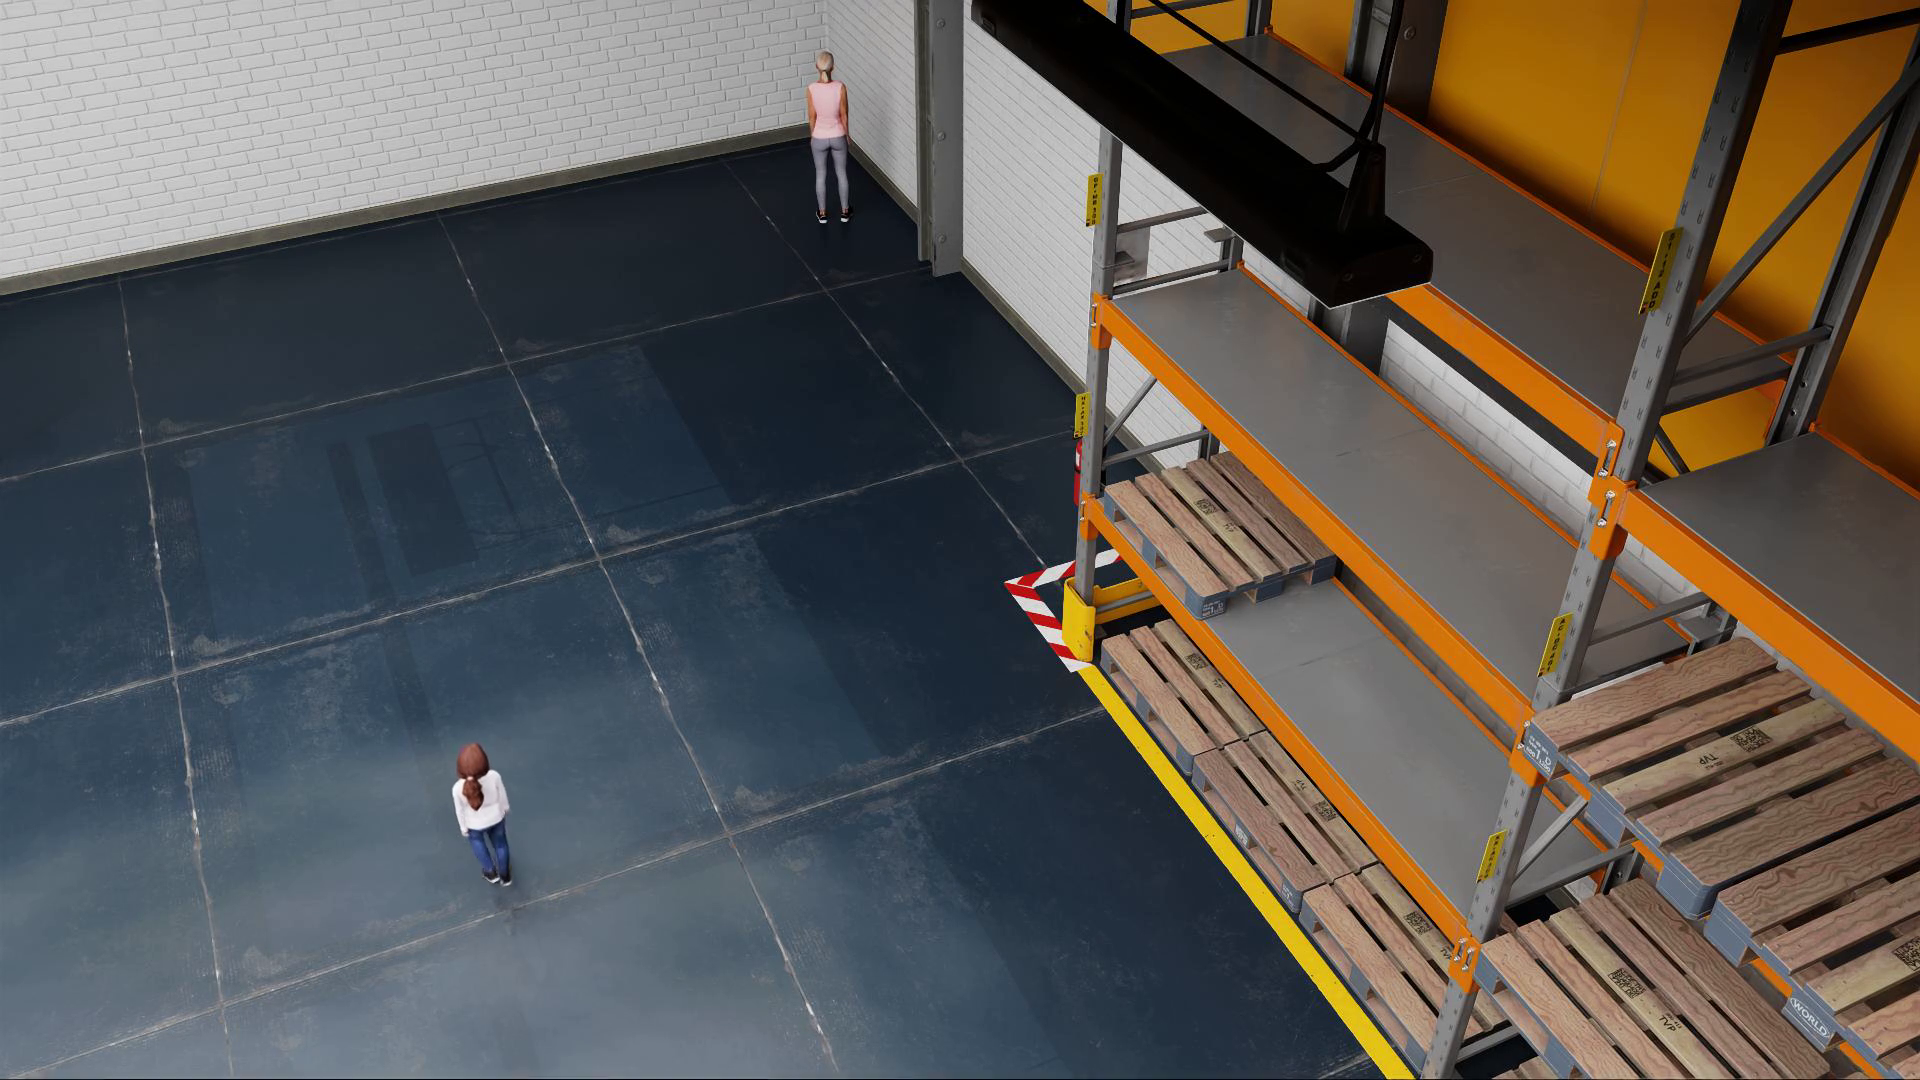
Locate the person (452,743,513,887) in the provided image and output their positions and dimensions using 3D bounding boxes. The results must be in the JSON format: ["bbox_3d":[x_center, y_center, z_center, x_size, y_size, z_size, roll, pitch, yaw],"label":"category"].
[{"bbox_3d":[-2.773,1.643,9.723,0.450,1.103,0.480,-18,42,-21],"label":"person"}]

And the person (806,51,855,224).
[{"bbox_3d":[-1.273,-3.915,16.184,0.619,1.726,0.623,-3,39,-3],"label":"person"}]
